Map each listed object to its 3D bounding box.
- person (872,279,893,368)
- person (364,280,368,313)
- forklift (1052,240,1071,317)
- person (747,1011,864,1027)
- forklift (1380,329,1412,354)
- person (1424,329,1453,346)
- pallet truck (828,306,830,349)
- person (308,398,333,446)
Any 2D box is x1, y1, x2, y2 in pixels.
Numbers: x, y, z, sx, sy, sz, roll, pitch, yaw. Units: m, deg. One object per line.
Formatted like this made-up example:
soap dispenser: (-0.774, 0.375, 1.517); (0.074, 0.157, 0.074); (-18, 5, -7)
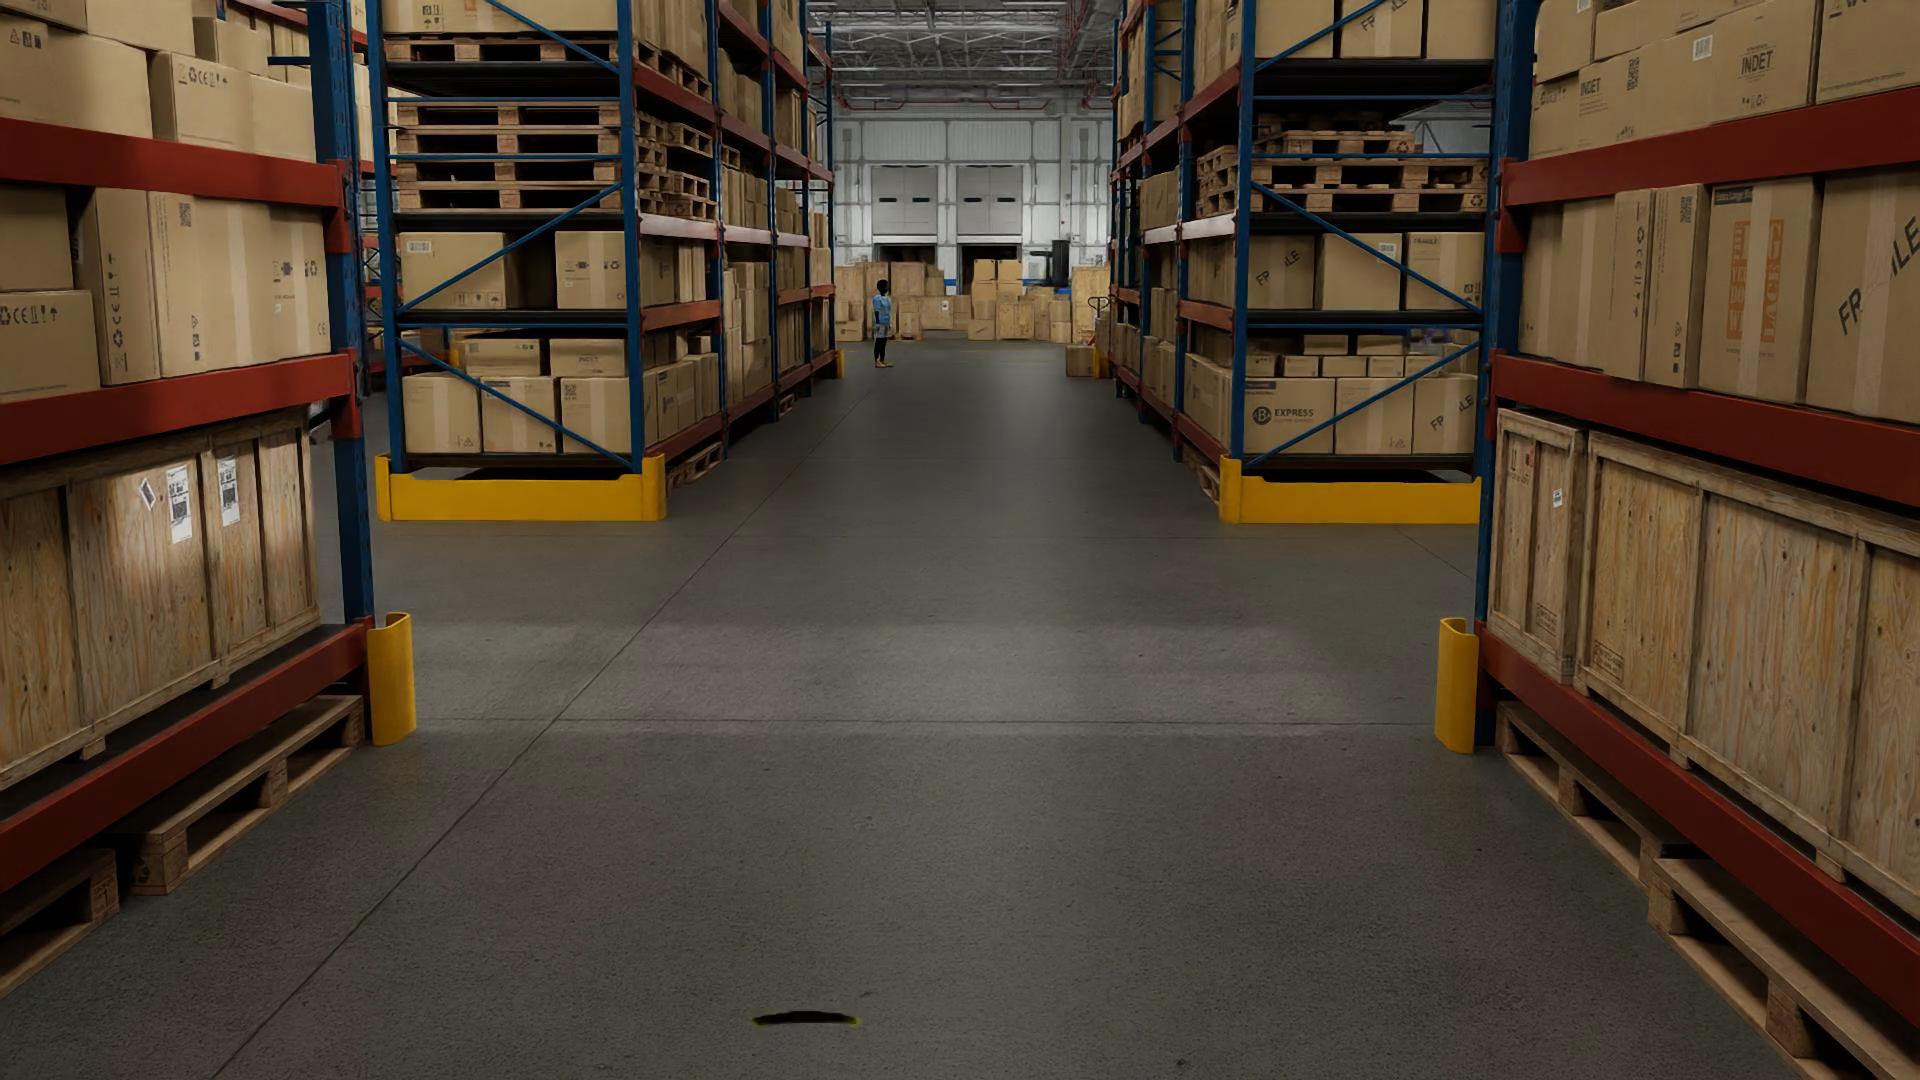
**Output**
person: (-1.490, -4.152, 31.975); (0.318, 1.697, 0.533); (4, 10, 24)
person: (-24.166, -10.130, 66.889); (0.624, 1.992, 0.390); (4, 10, 22)
forklift: (3.659, -9.409, 59.924); (1.873, 2.768, 1.129); (5, 11, 27)
person: (-0.080, 1.005, 1.013); (0.535, 1.724, 0.903); (2, 10, 9)
forklift: (6.573, -3.874, 26.767); (1.129, 2.768, 1.873); (0, 9, 1)
person: (11.704, -5.661, 40.446); (0.844, 1.891, 0.595); (-2, 10, -12)
pallet truck: (-3.100, -3.940, 29.800); (1.885, 1.965, 0.823); (3, 10, 19)
person: (-7.205, -2.021, 18.637); (0.647, 1.901, 1.014); (2, 10, 12)
